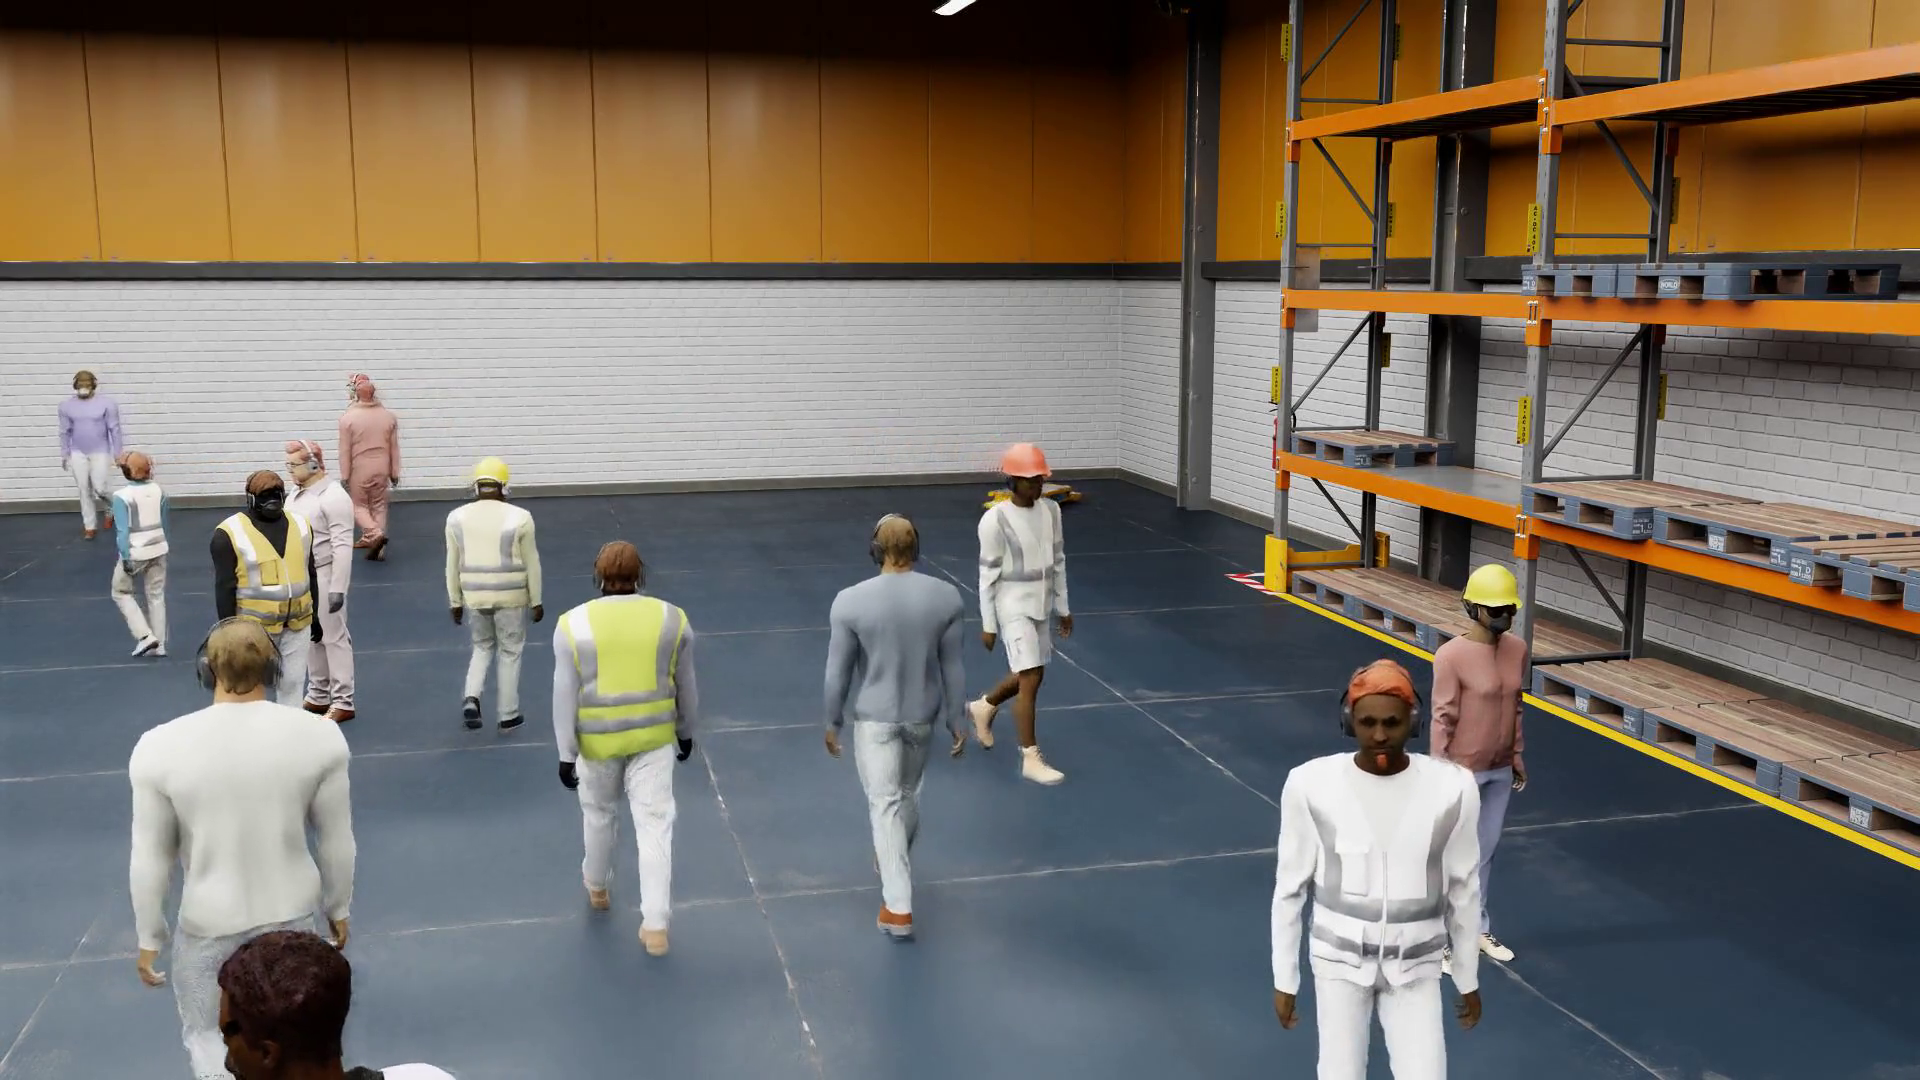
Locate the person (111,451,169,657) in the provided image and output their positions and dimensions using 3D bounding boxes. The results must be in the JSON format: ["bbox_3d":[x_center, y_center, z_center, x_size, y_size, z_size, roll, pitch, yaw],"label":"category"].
[{"bbox_3d":[-6.343,0.118,12.879,0.372,1.627,0.519,4,10,23],"label":"person"}]

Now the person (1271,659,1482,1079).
[{"bbox_3d":[1.223,1.276,4.882,0.621,1.870,0.426,1,9,9],"label":"person"}]

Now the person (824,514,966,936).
[{"bbox_3d":[-0.311,0.814,7.721,0.647,1.897,0.929,-3,10,-20],"label":"person"}]

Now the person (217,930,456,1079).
[{"bbox_3d":[-1.151,1.589,2.928,1.033,1.865,0.609,3,10,18],"label":"person"}]

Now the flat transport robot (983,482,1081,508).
[{"bbox_3d":[0.936,-0.563,21.345,0.652,0.197,1.431,6,11,31],"label":"flat transport robot"}]

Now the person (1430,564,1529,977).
[{"bbox_3d":[2.230,0.972,7.112,0.533,1.767,0.327,-5,10,-29],"label":"person"}]

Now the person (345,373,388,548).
[{"bbox_3d":[-6.501,-0.862,18.120,0.400,1.910,0.643,2,9,10],"label":"person"}]

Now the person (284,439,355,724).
[{"bbox_3d":[-4.277,0.280,11.014,0.636,1.902,0.404,8,12,40],"label":"person"}]

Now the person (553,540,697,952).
[{"bbox_3d":[-1.516,0.890,7.551,0.658,1.789,0.968,-3,10,-19],"label":"person"}]

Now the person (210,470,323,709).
[{"bbox_3d":[-4.061,0.498,9.835,0.428,1.842,0.631,7,12,39],"label":"person"}]

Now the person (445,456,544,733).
[{"bbox_3d":[-3.000,0.366,10.745,0.590,1.811,0.466,1,9,9],"label":"person"}]

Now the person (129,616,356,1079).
[{"bbox_3d":[-2.214,1.202,5.206,0.674,1.920,0.524,-6,11,-33],"label":"person"}]

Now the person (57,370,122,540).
[{"bbox_3d":[-9.788,-0.968,18.758,0.639,1.915,0.488,-1,9,-7],"label":"person"}]

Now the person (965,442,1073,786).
[{"bbox_3d":[0.323,0.401,9.924,0.869,2.017,0.618,9,13,44],"label":"person"}]

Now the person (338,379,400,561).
[{"bbox_3d":[-6.064,-0.698,17.112,0.522,1.896,0.661,8,12,40],"label":"person"}]
